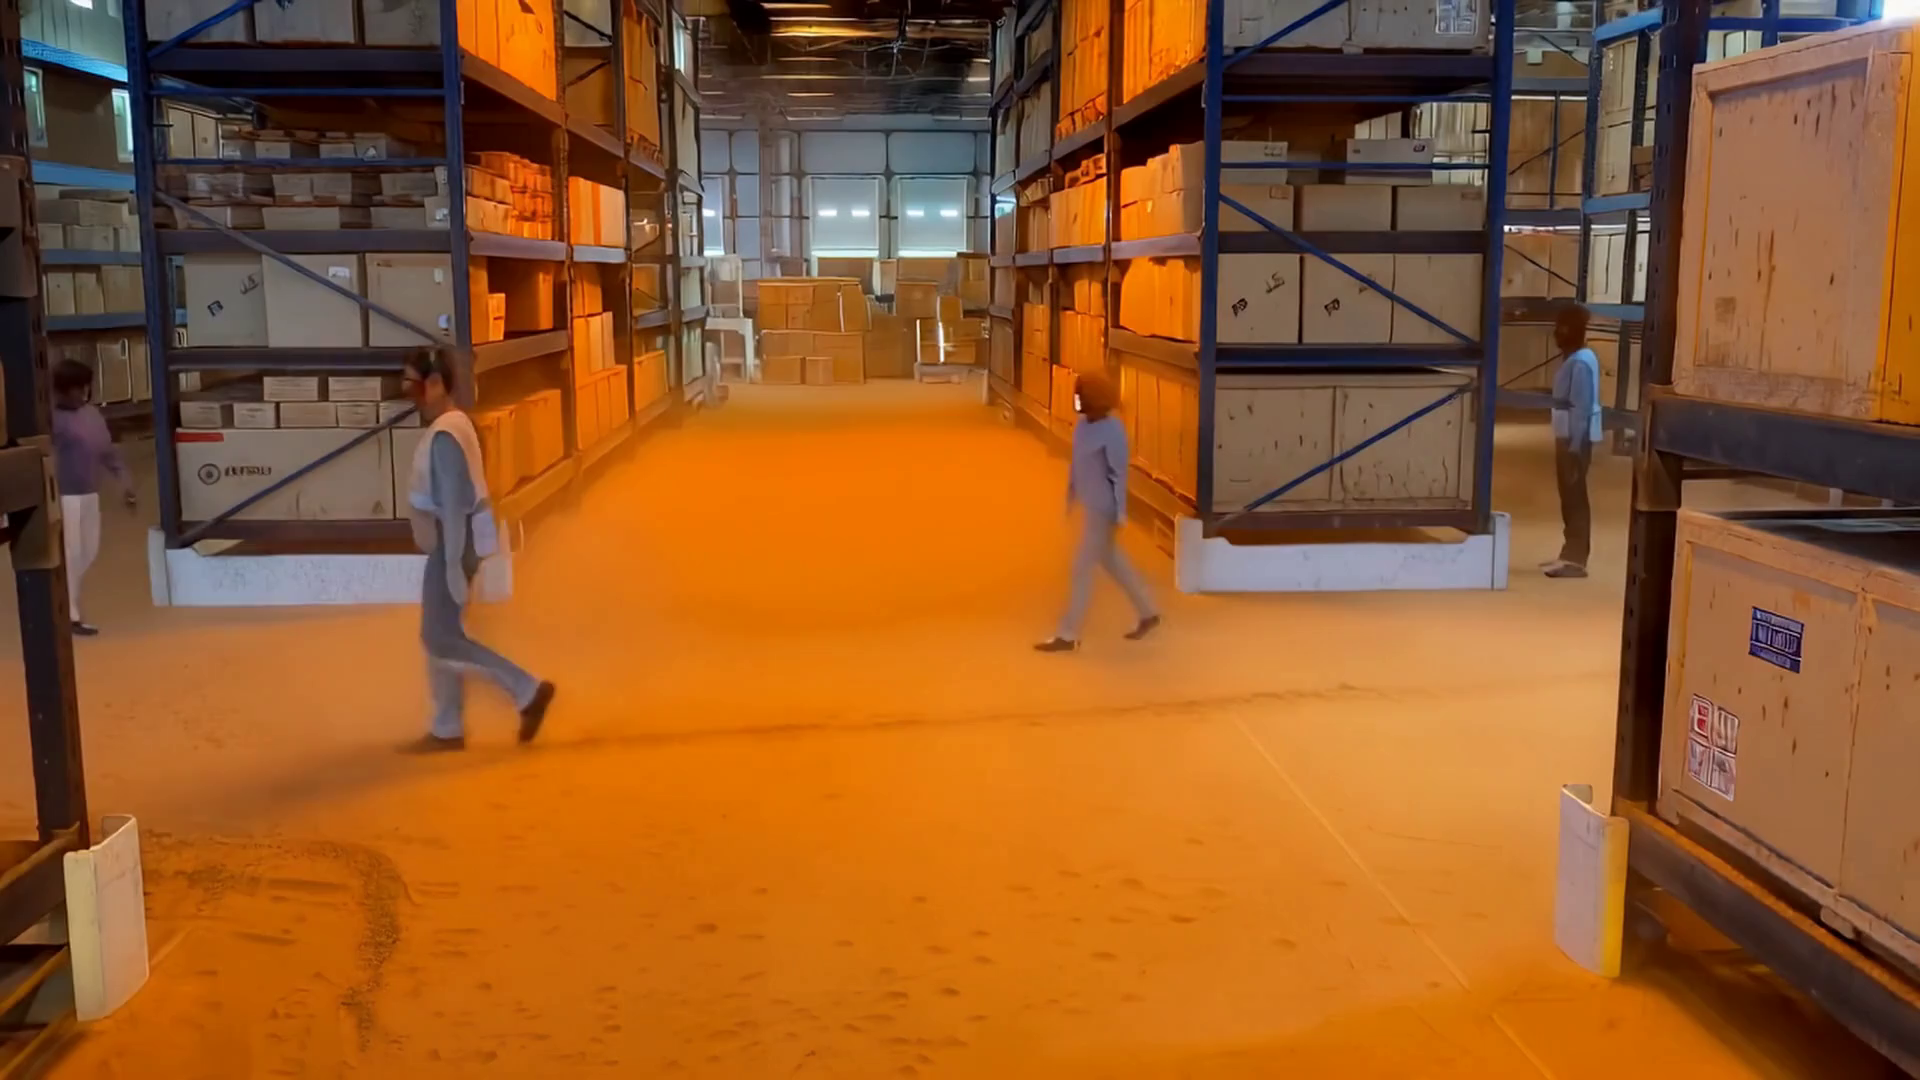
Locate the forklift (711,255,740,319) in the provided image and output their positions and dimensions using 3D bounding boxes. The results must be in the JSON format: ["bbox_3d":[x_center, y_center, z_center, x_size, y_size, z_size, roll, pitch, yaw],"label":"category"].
[{"bbox_3d":[-8.400,-8.786,59.500,1.129,2.768,1.873,-1,9,-4],"label":"forklift"}]

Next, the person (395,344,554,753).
[{"bbox_3d":[-2.176,0.055,7.299,0.595,1.830,0.574,-3,9,-17],"label":"person"}]

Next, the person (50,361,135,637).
[{"bbox_3d":[-5.273,-0.254,9.888,0.541,1.614,0.517,3,9,17],"label":"person"}]

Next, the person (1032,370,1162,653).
[{"bbox_3d":[0.815,-0.174,9.453,0.849,1.594,0.517,-3,10,-20],"label":"person"}]

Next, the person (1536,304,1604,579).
[{"bbox_3d":[4.299,-0.684,11.638,0.373,1.916,0.596,2,9,12],"label":"person"}]

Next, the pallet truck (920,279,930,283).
[{"bbox_3d":[-0.932,-8.922,63.114,1.885,1.965,0.823,2,9,13],"label":"pallet truck"}]

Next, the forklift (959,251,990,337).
[{"bbox_3d":[0.431,-7.232,49.740,1.129,2.768,1.873,-1,9,-4],"label":"forklift"}]
